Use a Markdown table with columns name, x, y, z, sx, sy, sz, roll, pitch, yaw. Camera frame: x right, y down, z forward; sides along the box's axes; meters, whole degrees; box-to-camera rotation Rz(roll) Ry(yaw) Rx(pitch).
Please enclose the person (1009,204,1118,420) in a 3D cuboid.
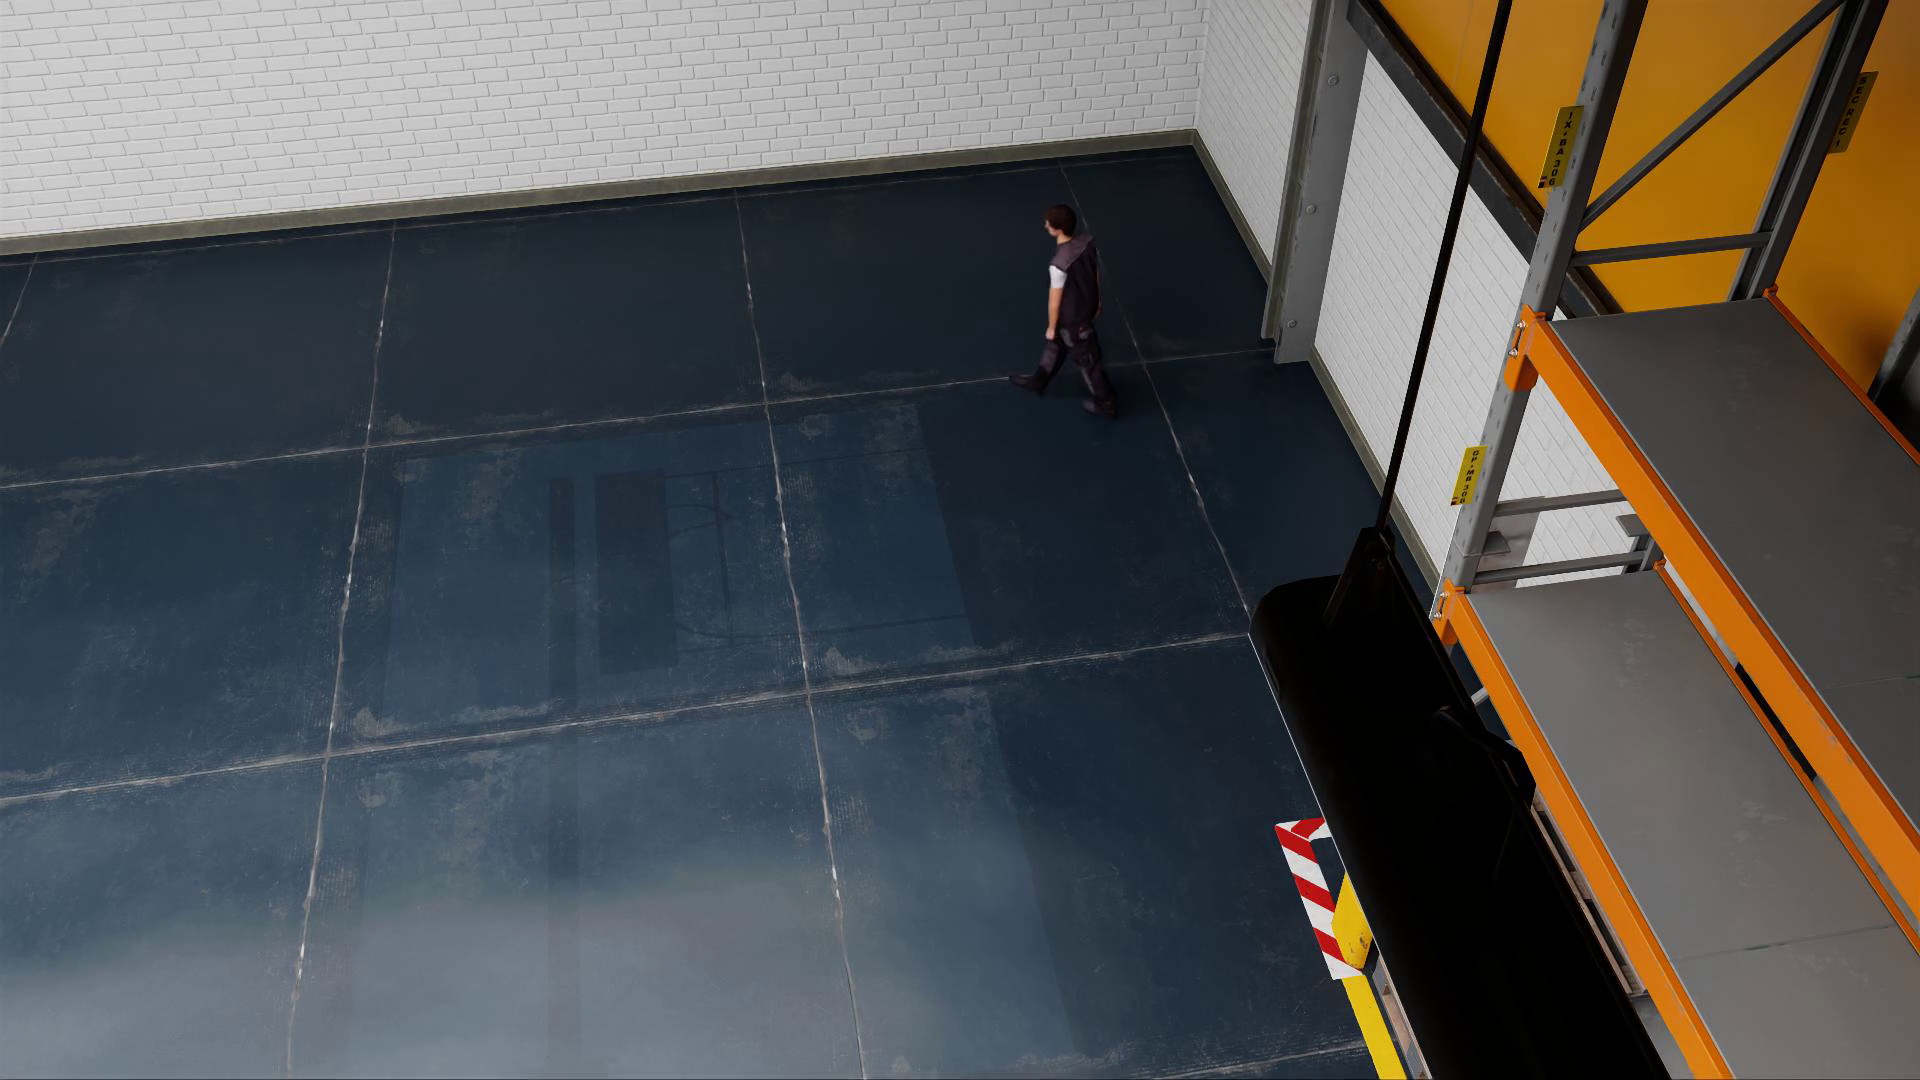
| name | x | y | z | sx | sy | sz | roll | pitch | yaw |
| --- | --- | --- | --- | --- | --- | --- | --- | --- | --- |
| person | 0.935 | -1.619 | 12.136 | 1.096 | 1.793 | 1.151 | 20 | 47 | 20 |
